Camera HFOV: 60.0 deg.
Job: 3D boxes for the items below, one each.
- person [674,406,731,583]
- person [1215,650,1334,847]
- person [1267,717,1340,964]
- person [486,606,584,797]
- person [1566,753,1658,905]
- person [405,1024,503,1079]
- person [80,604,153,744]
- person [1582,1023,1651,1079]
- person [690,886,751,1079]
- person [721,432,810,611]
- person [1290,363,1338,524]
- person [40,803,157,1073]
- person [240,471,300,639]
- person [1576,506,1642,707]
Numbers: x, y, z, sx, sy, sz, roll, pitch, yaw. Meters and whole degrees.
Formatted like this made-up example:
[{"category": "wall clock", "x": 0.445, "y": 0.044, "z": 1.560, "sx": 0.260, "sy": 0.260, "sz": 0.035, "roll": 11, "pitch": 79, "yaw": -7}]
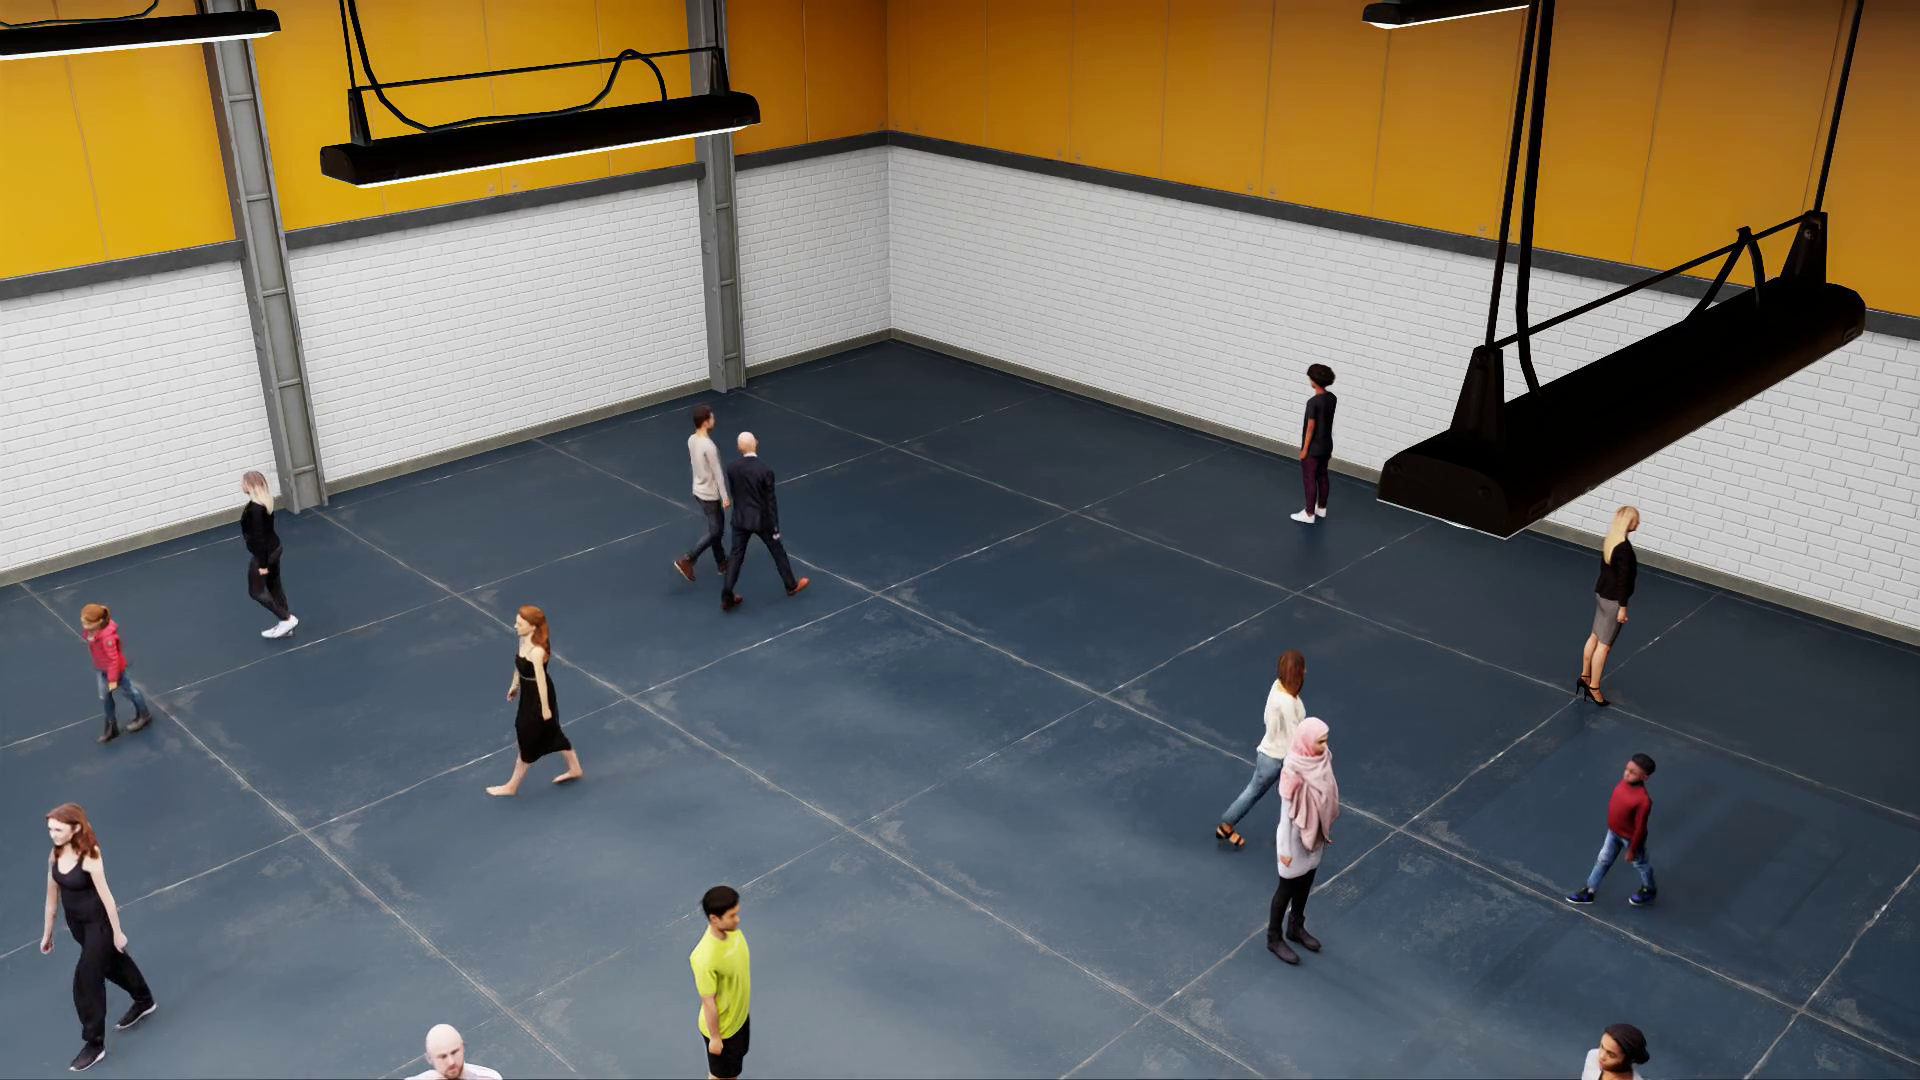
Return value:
[{"category": "person", "x": -2.567, "y": -0.425, "z": 16.614, "sx": 1.086, "sy": 1.845, "sz": 0.802, "roll": -17, "pitch": 29, "yaw": -34}, {"category": "person", "x": 2.246, "y": 1.597, "z": 12.263, "sx": 1.056, "sy": 1.627, "sz": 1.114, "roll": 4, "pitch": 24, "yaw": 9}, {"category": "person", "x": 2.277, "y": 1.990, "z": 11.144, "sx": 0.532, "sy": 1.803, "sz": 0.692, "roll": -19, "pitch": 30, "yaw": -37}, {"category": "person", "x": -3.231, "y": 1.245, "z": 13.111, "sx": 1.077, "sy": 1.592, "sz": 0.832, "roll": -9, "pitch": 25, "yaw": -20}, {"category": "person", "x": 4.763, "y": 2.059, "z": 11.710, "sx": 0.973, "sy": 1.223, "sz": 0.804, "roll": -6, "pitch": 24, "yaw": -13}, {"category": "person", "x": -2.490, "y": 3.189, "z": 8.364, "sx": 0.718, "sy": 1.832, "sz": 0.813, "roll": -4, "pitch": 24, "yaw": -9}, {"category": "person", "x": -7.055, "y": 1.059, "z": 13.930, "sx": 0.656, "sy": 1.276, "sz": 0.812, "roll": 15, "pitch": 28, "yaw": 31}, {"category": "person", "x": 3.371, "y": 3.171, "z": 8.551, "sx": 0.971, "sy": 1.716, "sz": 0.853, "roll": -9, "pitch": 25, "yaw": -20}, {"category": "person", "x": -1.362, "y": 2.720, "z": 9.592, "sx": 0.766, "sy": 1.708, "sz": 0.657, "roll": 4, "pitch": 24, "yaw": 10}, {"category": "person", "x": -2.091, "y": -0.142, "z": 16.093, "sx": 1.032, "sy": 1.745, "sz": 1.176, "roll": 9, "pitch": 25, "yaw": 19}, {"category": "person", "x": 3.898, "y": -1.064, "z": 18.158, "sx": 0.686, "sy": 1.780, "sz": 0.486, "roll": 21, "pitch": 31, "yaw": 39}, {"category": "person", "x": -5.353, "y": 2.353, "z": 10.423, "sx": 0.816, "sy": 1.716, "sz": 1.031, "roll": 11, "pitch": 26, "yaw": 23}, {"category": "person", "x": -6.374, "y": 0.149, "z": 15.511, "sx": 0.783, "sy": 1.678, "sz": 0.742, "roll": -4, "pitch": 24, "yaw": -9}, {"category": "person", "x": 5.618, "y": 0.555, "z": 14.378, "sx": 0.754, "sy": 1.841, "sz": 0.693, "roll": 0, "pitch": 24, "yaw": 0}]
